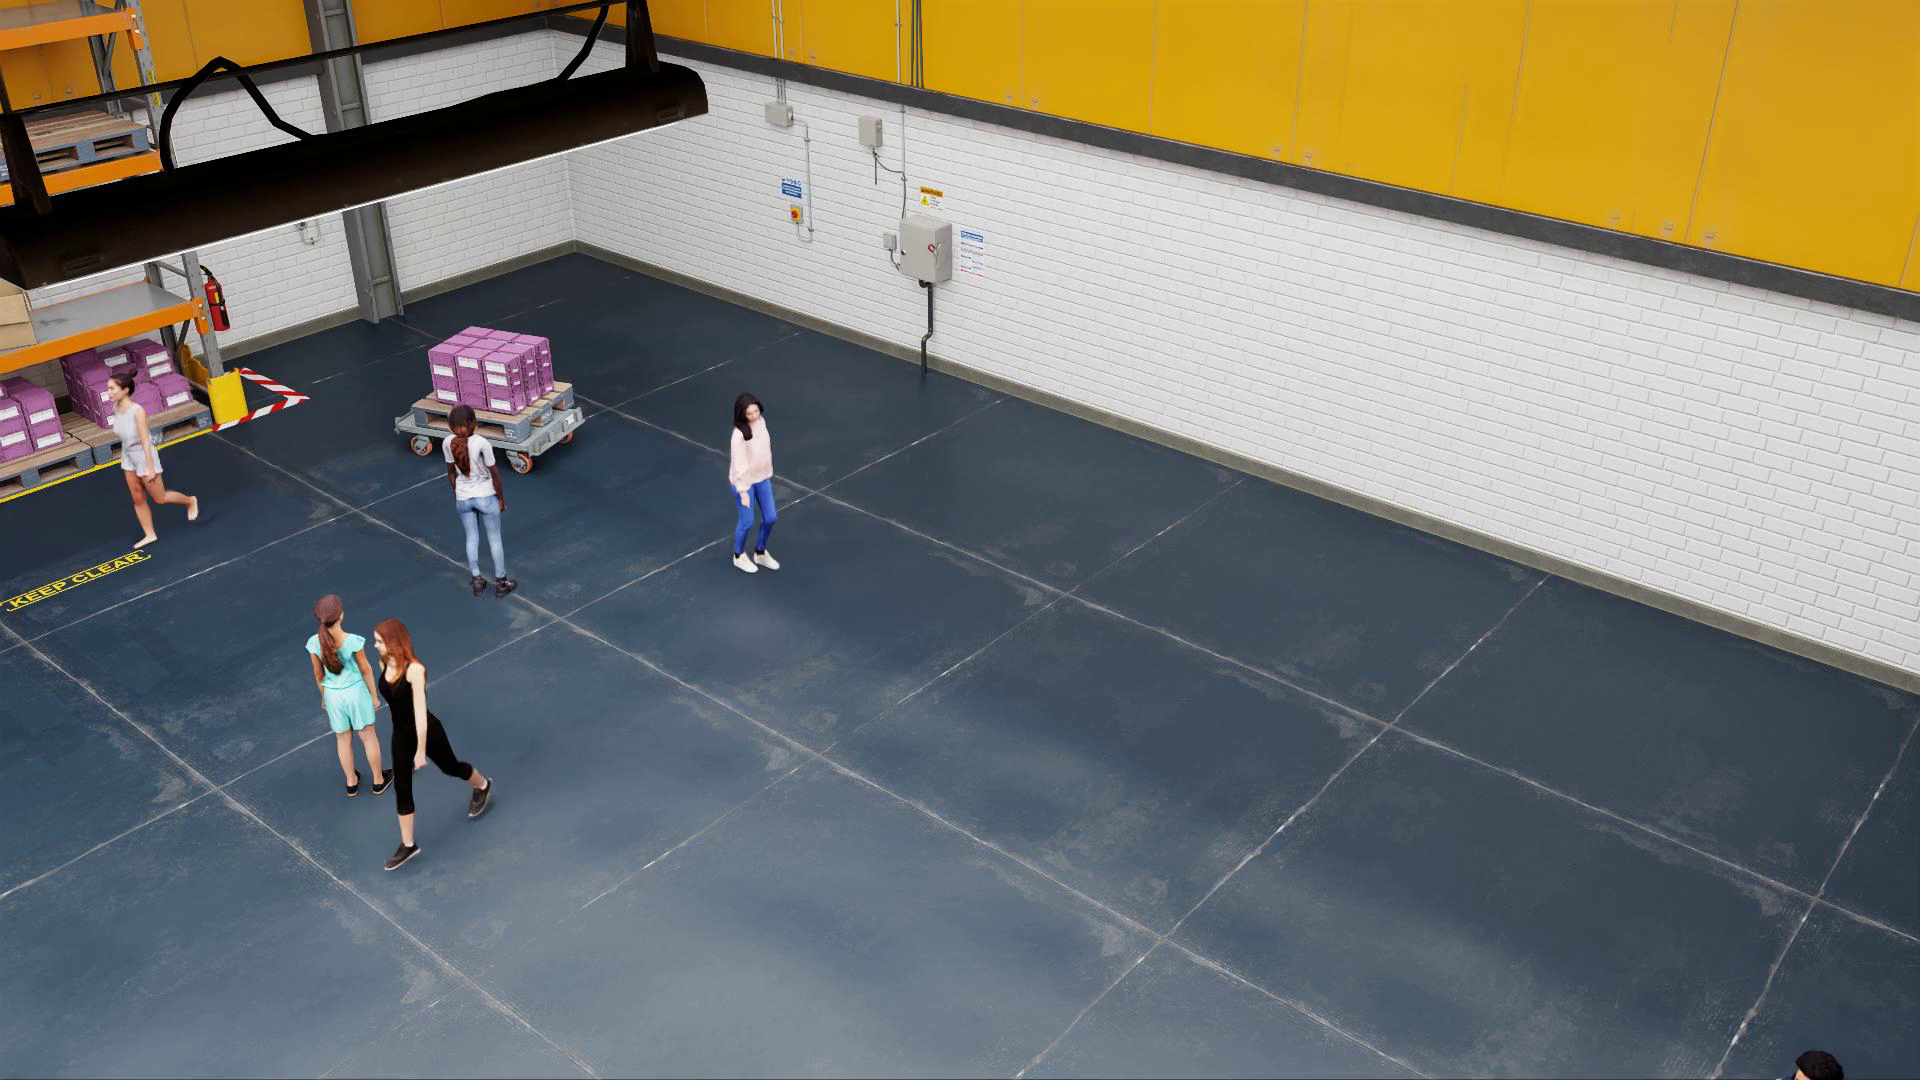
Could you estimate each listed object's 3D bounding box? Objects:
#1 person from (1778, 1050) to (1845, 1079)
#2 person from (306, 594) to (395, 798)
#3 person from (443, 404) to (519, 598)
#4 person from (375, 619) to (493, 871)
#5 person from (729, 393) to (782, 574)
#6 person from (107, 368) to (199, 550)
[{"bbox_3d":[4.108,2.963,8.175,0.591,1.219,0.590,-15,32,-25],"label":"person"},{"bbox_3d":[-4.171,1.052,11.323,0.645,1.558,0.704,-2,29,-4],"label":"person"},{"bbox_3d":[-3.974,-0.330,13.689,0.671,1.719,0.692,4,29,7],"label":"person"},{"bbox_3d":[-3.448,1.240,10.848,0.774,1.684,1.233,13,31,22],"label":"person"},{"bbox_3d":[-1.803,-0.482,13.967,0.746,1.719,0.652,12,31,22],"label":"person"},{"bbox_3d":[-7.096,-0.726,14.550,0.679,1.590,0.914,15,32,26],"label":"person"}]
